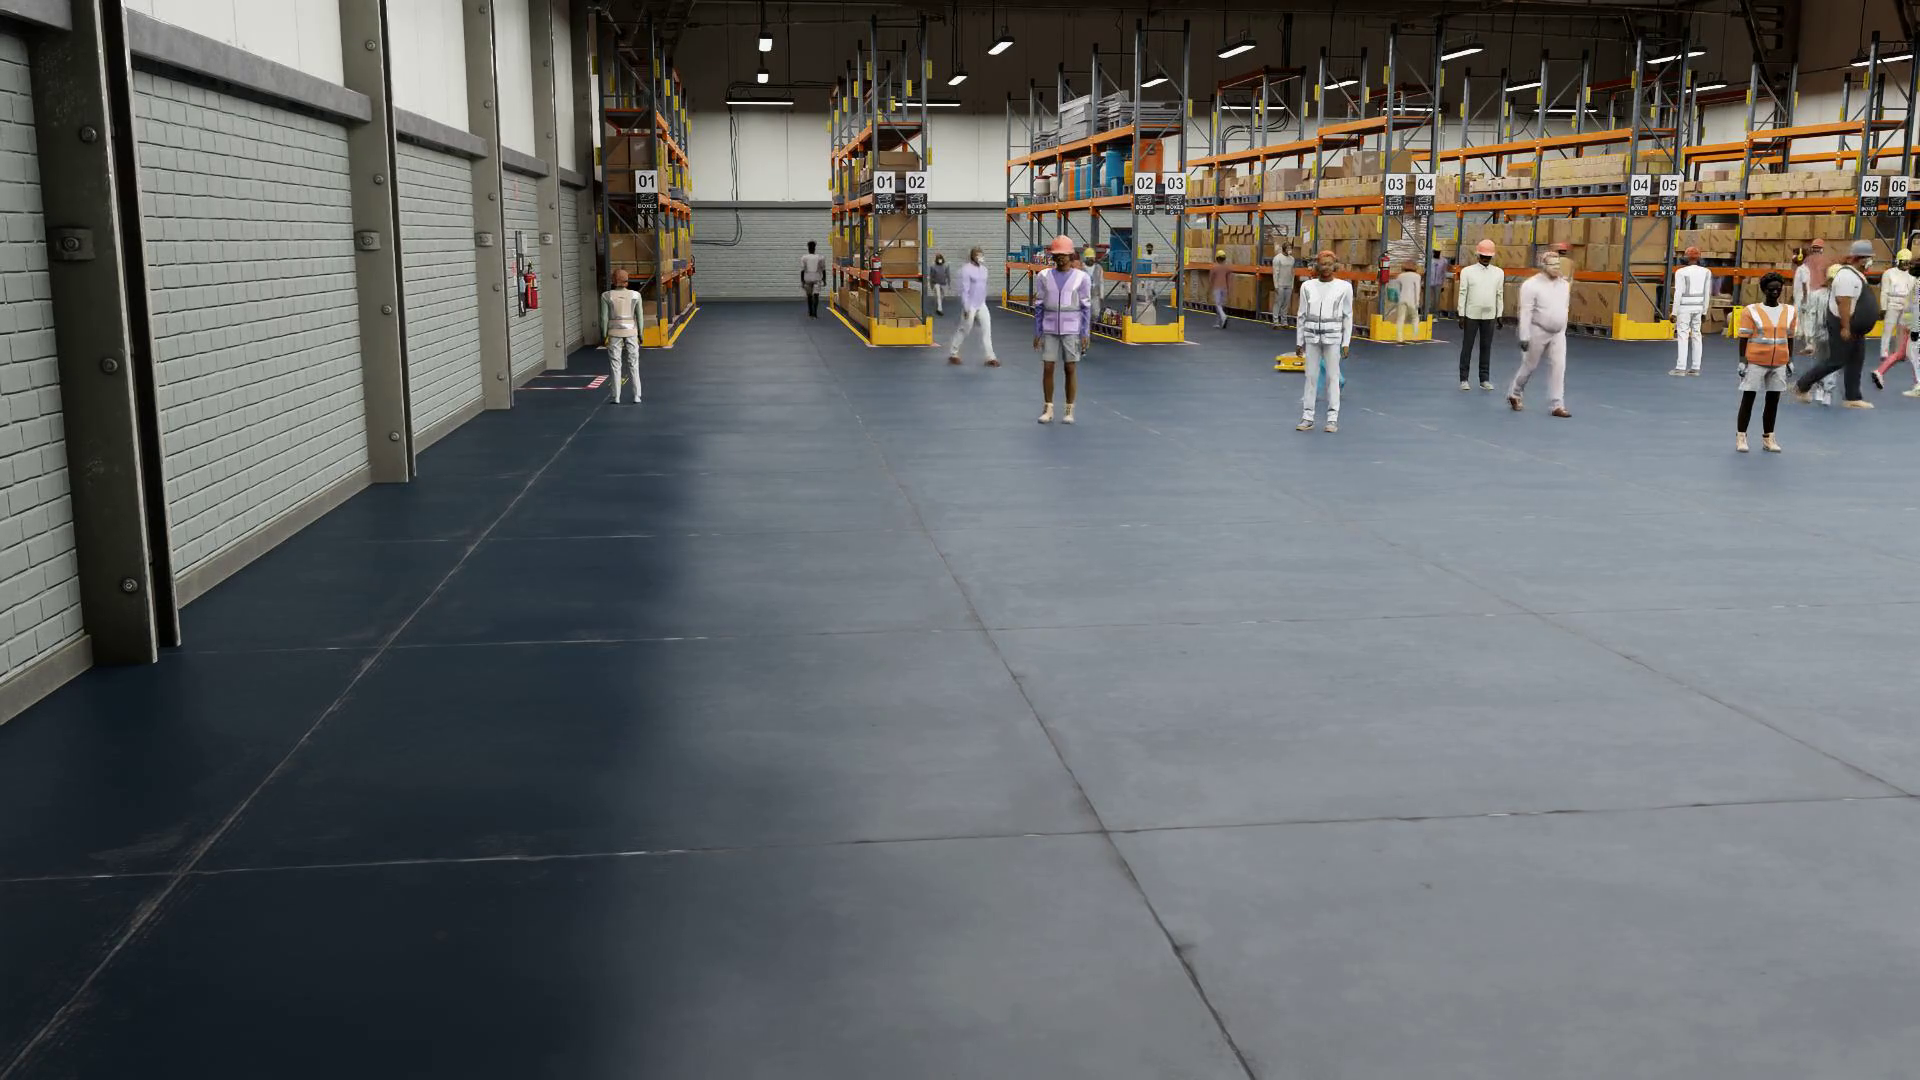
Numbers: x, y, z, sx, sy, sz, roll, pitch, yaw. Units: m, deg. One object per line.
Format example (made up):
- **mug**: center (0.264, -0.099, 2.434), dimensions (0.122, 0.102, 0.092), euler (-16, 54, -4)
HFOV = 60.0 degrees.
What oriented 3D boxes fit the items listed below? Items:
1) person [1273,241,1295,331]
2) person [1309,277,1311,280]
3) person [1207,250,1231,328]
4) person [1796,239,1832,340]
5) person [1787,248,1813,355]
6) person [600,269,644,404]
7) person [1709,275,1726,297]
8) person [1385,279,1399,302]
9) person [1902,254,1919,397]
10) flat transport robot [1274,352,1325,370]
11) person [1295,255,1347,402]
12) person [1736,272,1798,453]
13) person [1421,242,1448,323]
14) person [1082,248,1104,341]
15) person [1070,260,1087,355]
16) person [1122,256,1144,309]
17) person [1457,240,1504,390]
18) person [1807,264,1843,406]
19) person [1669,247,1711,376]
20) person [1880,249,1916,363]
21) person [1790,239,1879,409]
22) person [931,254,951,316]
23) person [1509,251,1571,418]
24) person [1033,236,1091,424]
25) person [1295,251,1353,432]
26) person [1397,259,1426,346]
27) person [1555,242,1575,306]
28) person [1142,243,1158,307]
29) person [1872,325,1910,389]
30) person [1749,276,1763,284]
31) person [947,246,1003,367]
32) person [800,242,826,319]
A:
- **person**: center (7.028, -5.507, 36.088), dimensions (0.628, 1.932, 0.365), euler (-8, 13, -36)
- **person**: center (10.681, -7.881, 49.301), dimensions (0.635, 1.850, 0.972), euler (3, 11, 18)
- **person**: center (5.772, -5.538, 36.755), dimensions (0.522, 1.744, 0.727), euler (-4, 11, -23)
- **person**: center (16.803, -4.928, 32.759), dimensions (0.619, 1.986, 0.404), euler (7, 12, 34)
- **person**: center (14.355, -4.105, 28.684), dimensions (0.930, 1.825, 0.547), euler (5, 11, 24)
- **person**: center (-4.103, -2.468, 20.223), dimensions (0.525, 1.639, 0.307), euler (-4, 11, -20)
- **person**: center (18.930, -6.532, 41.789), dimensions (0.666, 1.895, 0.427), euler (-1, 10, -8)
- **person**: center (9.626, -5.561, 36.941), dimensions (0.543, 1.711, 0.895), euler (-1, 10, -4)
- **person**: center (12.162, -2.700, 21.033), dimensions (0.465, 1.813, 0.649), euler (7, 13, 35)
- **flat transport robot**: center (5.265, -2.744, 25.488), dimensions (0.652, 0.197, 1.431), euler (4, 11, 20)
- **person**: center (4.459, -2.588, 20.476), dimensions (0.717, 1.825, 0.561), euler (-2, 10, -9)
- **person**: center (7.589, -1.665, 15.663), dimensions (0.542, 1.695, 0.316), euler (0, 10, 2)
- **person**: center (11.254, -6.122, 39.523), dimensions (0.601, 1.905, 0.746), euler (1, 10, 7)
- **person**: center (2.508, -4.777, 32.411), dimensions (0.623, 1.807, 0.511), euler (-3, 11, -14)
- **person**: center (1.991, -3.969, 28.467), dimensions (0.504, 1.632, 0.269), euler (-3, 11, -15)
- **person**: center (4.254, -6.427, 41.174), dimensions (0.550, 1.916, 0.698), euler (-3, 11, -14)
- **person**: center (6.915, -2.980, 22.084), dimensions (0.609, 1.986, 0.392), euler (-1, 10, -3)
- **person**: center (10.639, -2.520, 20.334), dimensions (0.478, 1.703, 0.906), euler (7, 12, 32)
- **person**: center (10.663, -3.336, 24.310), dimensions (0.585, 1.881, 0.337), euler (-2, 11, -13)
- **person**: center (15.112, -3.755, 26.748), dimensions (0.602, 1.830, 0.404), euler (-1, 10, -4)
- **person**: center (10.412, -2.572, 19.693), dimensions (0.799, 2.000, 0.711), euler (8, 13, 39)
- **person**: center (-0.524, -6.635, 43.229), dimensions (0.498, 1.587, 0.885), euler (-4, 11, -19)
- **person**: center (6.656, -2.362, 19.028), dimensions (0.655, 1.869, 0.958), euler (-3, 11, -15)
- **person**: center (1.091, -2.250, 17.994), dimensions (0.652, 2.030, 0.536), euler (2, 11, 13)
- **person**: center (3.786, -2.067, 17.355), dimensions (0.584, 1.883, 0.347), euler (5, 12, 28)
- **person**: center (8.447, -4.436, 31.084), dimensions (0.777, 1.597, 0.527), euler (-9, 14, -40)
- **person**: center (12.317, -5.161, 34.254), dimensions (0.551, 1.906, 0.820), euler (-1, 10, -4)
- **person**: center (5.427, -7.613, 47.844), dimensions (0.532, 1.855, 0.392), euler (4, 11, 20)
- **person**: center (12.584, -2.827, 21.992), dimensions (0.802, 1.720, 0.578), euler (4, 11, 21)
- **person**: center (19.404, -6.110, 40.241), dimensions (0.556, 1.617, 0.585), euler (-1, 10, -6)
- **person**: center (0.199, -3.659, 26.091), dimensions (1.025, 1.892, 0.650), euler (9, 14, 41)
- **person**: center (-3.635, -6.414, 41.151), dimensions (0.611, 1.912, 1.056), euler (0, 10, 1)
